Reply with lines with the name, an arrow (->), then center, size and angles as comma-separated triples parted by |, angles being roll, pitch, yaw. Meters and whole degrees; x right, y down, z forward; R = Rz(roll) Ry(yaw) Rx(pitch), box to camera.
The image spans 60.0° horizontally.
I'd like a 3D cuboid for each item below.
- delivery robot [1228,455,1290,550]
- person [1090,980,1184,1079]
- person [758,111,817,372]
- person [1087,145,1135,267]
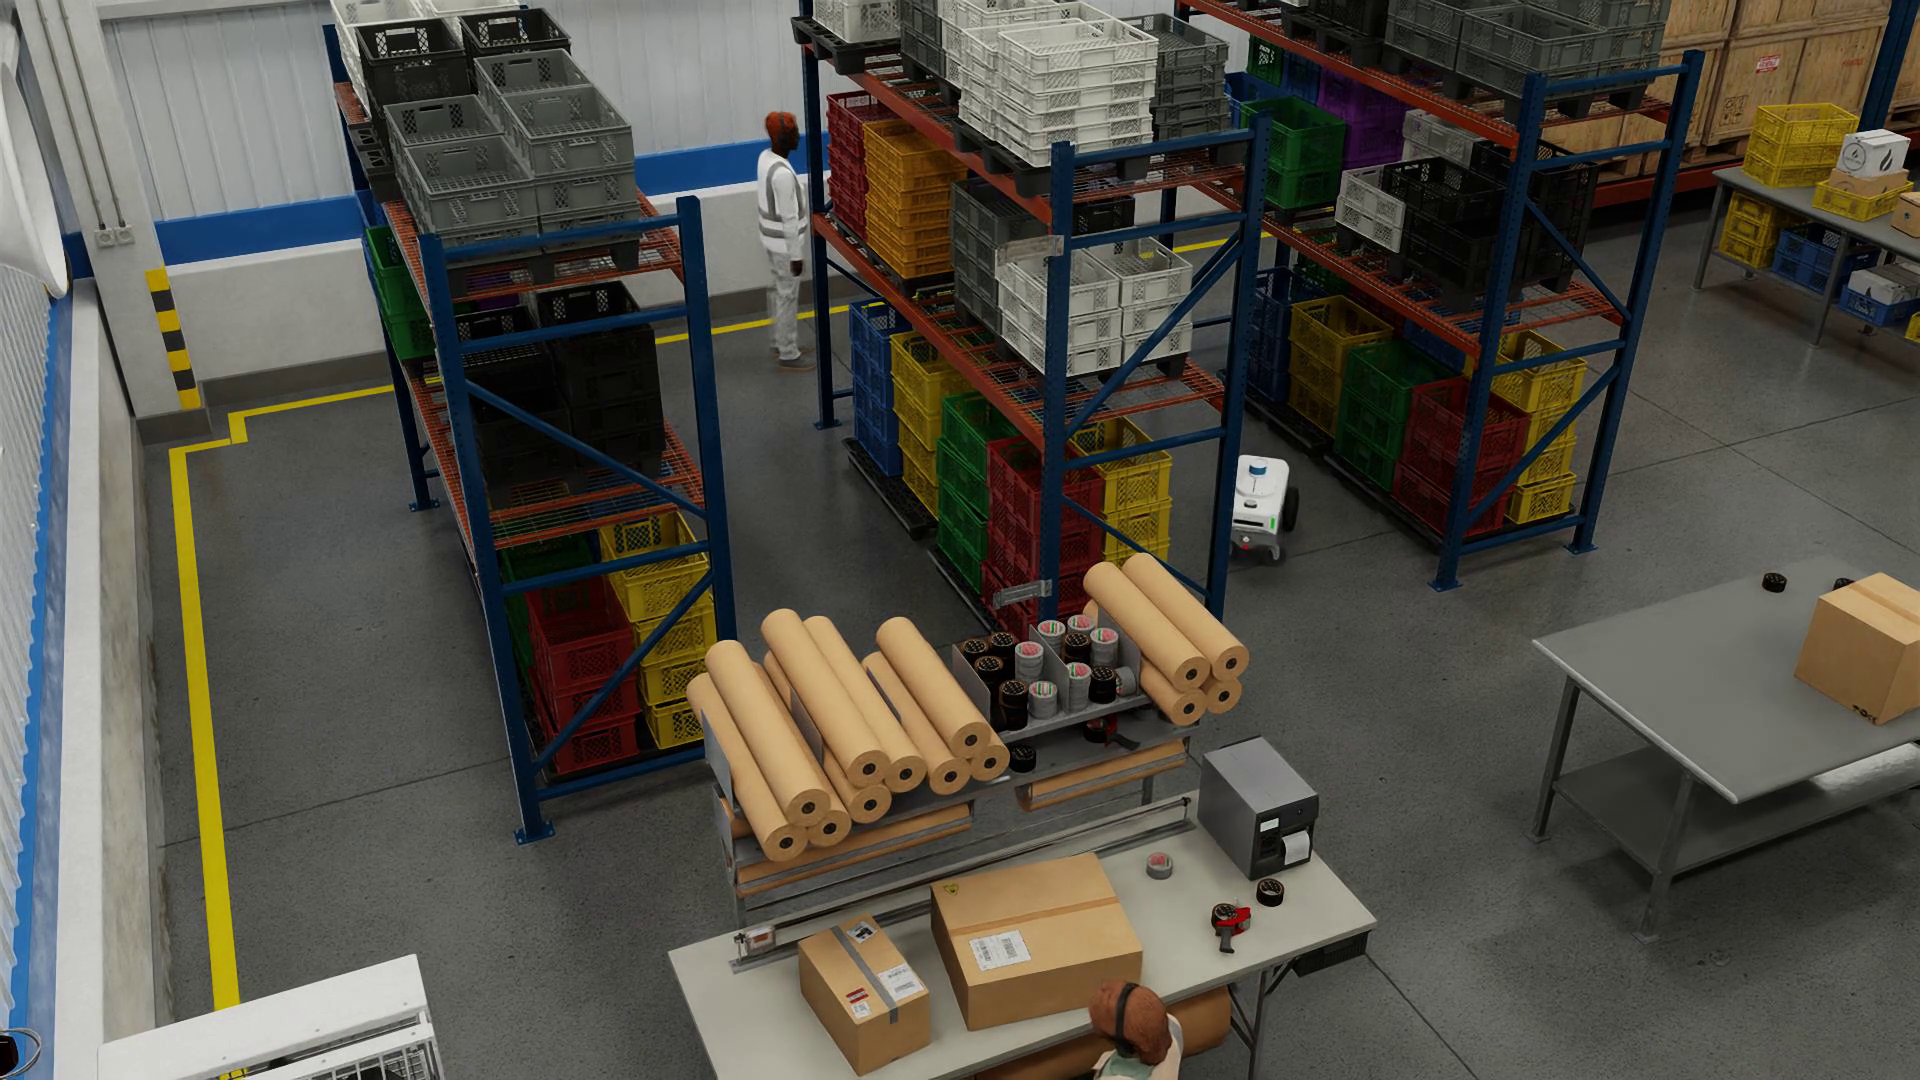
delivery robot -> 1.772, -0.250, 9.996 | 0.477, 0.478, 0.707 | 8, 33, 14
person -> 0.535, 2.033, 5.346 | 0.309, 1.640, 0.511 | 15, 35, 23
person -> -1.253, -2.125, 11.868 | 0.337, 1.882, 0.584 | -11, 33, -17
person -> 1.072, -2.667, 12.698 | 0.627, 1.940, 0.371 | 22, 38, 31
